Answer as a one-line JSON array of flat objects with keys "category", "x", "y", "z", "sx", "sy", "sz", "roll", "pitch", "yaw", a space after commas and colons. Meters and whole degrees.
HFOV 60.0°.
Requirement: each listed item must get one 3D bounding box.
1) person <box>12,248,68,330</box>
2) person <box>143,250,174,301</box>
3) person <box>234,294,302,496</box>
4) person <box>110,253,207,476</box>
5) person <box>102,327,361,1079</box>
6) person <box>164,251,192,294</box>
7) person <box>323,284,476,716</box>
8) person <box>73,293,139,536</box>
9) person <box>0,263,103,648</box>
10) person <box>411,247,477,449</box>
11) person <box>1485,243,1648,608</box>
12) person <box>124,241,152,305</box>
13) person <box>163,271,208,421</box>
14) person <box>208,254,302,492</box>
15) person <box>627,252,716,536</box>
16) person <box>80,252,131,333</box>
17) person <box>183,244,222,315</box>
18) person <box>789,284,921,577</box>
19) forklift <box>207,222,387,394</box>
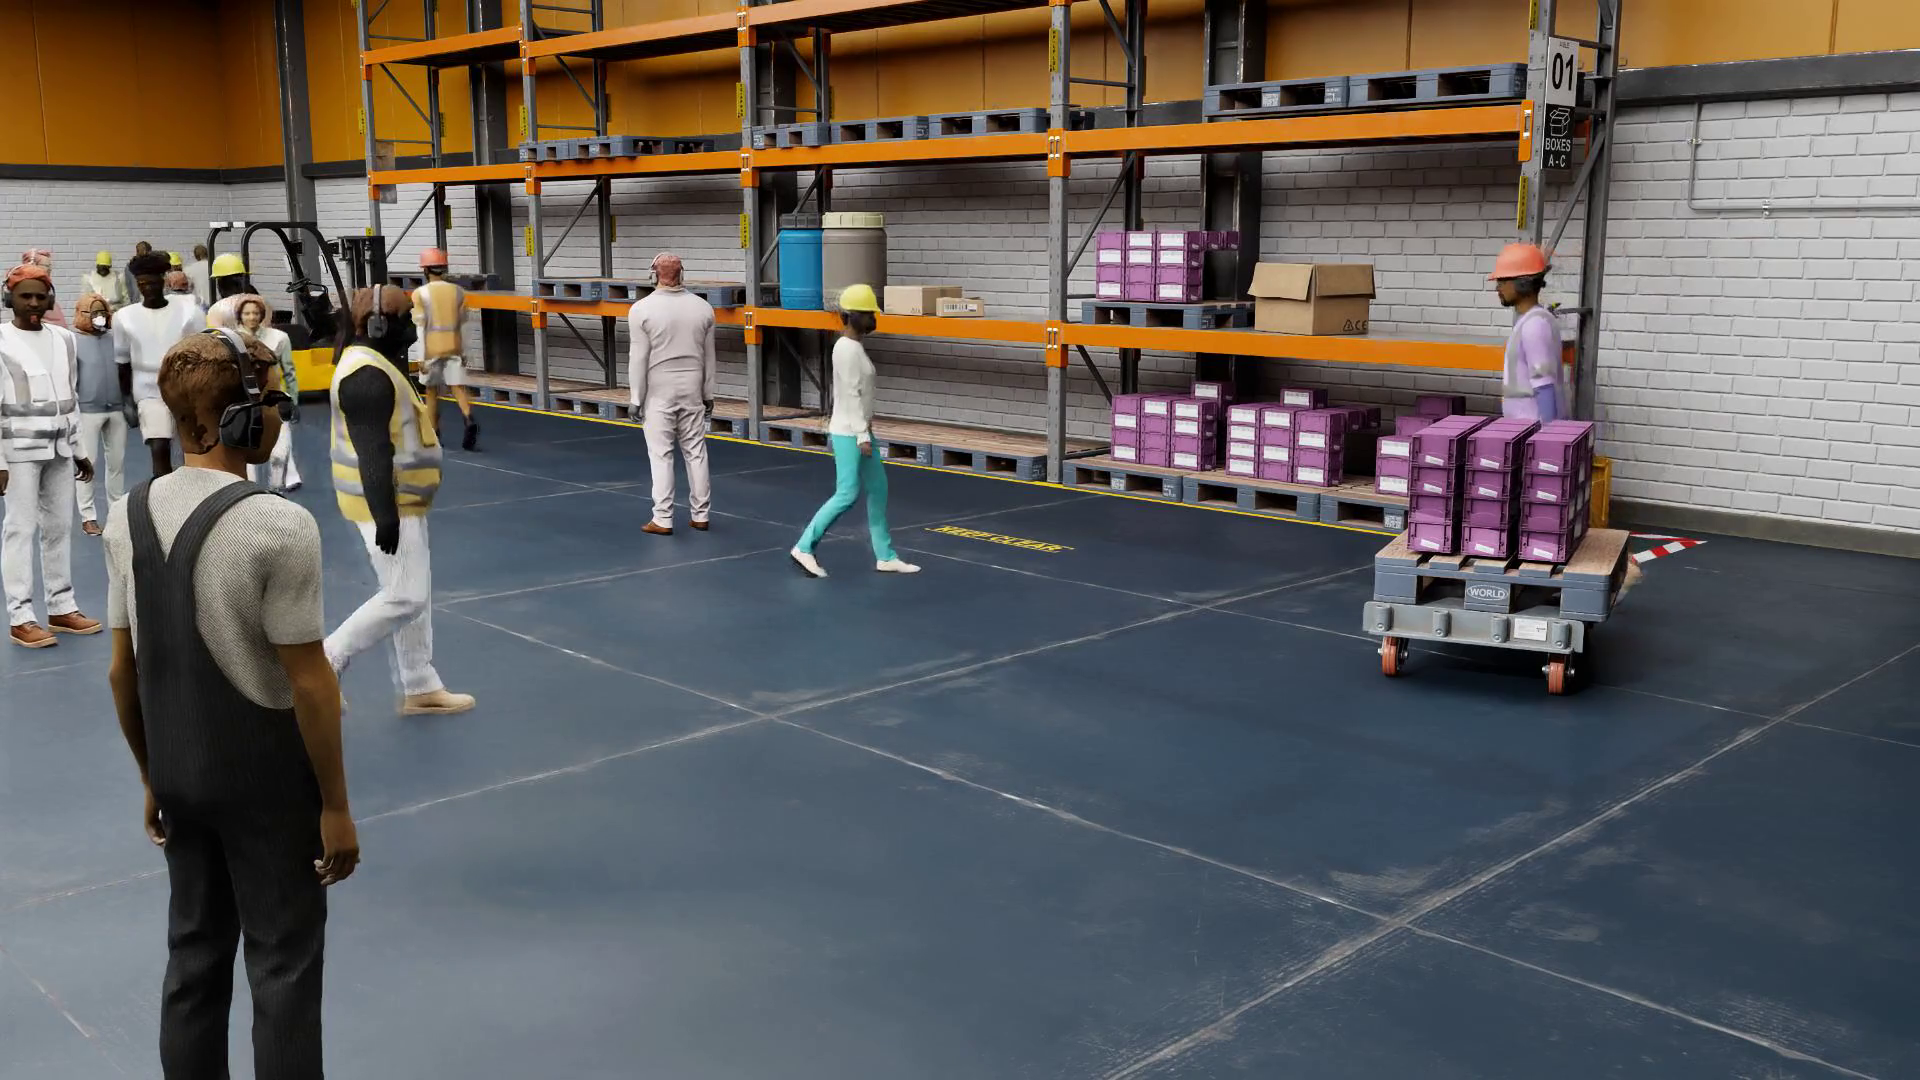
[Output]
[{"category": "person", "x": -8.168, "y": -1.638, "z": 14.848, "sx": 0.409, "sy": 1.907, "sz": 0.643, "roll": -3, "pitch": 11, "yaw": -18}, {"category": "person", "x": -10.504, "y": -2.925, "z": 22.135, "sx": 0.659, "sy": 1.820, "sz": 0.660, "roll": -3, "pitch": 11, "yaw": -17}, {"category": "person", "x": -4.906, "y": -0.910, "z": 11.646, "sx": 0.575, "sy": 1.616, "sz": 0.388, "roll": -7, "pitch": 12, "yaw": -32}, {"category": "person", "x": -5.470, "y": -1.020, "z": 11.501, "sx": 0.653, "sy": 1.911, "sz": 0.999, "roll": -5, "pitch": 11, "yaw": -25}, {"category": "person", "x": -1.440, "y": 0.503, "z": 3.336, "sx": 0.516, "sy": 1.843, "sz": 0.327, "roll": 4, "pitch": 11, "yaw": 20}, {"category": "person", "x": -10.799, "y": -3.065, "z": 22.878, "sx": 0.644, "sy": 1.807, "sz": 0.616, "roll": 2, "pitch": 11, "yaw": 10}, {"category": "person", "x": -2.398, "y": -0.137, "z": 6.867, "sx": 0.609, "sy": 1.830, "sz": 0.640, "roll": -2, "pitch": 11, "yaw": -12}, {"category": "person", "x": -5.850, "y": -0.858, "z": 11.330, "sx": 0.265, "sy": 1.632, "sz": 0.508, "roll": 6, "pitch": 12, "yaw": 29}, {"category": "person", "x": -4.581, "y": -0.422, "z": 8.272, "sx": 0.352, "sy": 1.883, "sz": 0.576, "roll": 4, "pitch": 11, "yaw": 19}, {"category": "person", "x": -4.871, "y": -1.796, "z": 15.690, "sx": 0.555, "sy": 1.915, "sz": 0.844, "roll": -8, "pitch": 13, "yaw": -38}, {"category": "person", "x": 3.184, "y": -0.587, "z": 8.914, "sx": 1.019, "sy": 1.999, "sz": 0.631, "roll": 4, "pitch": 11, "yaw": 20}, {"category": "person", "x": -12.235, "y": -3.518, "z": 25.025, "sx": 0.627, "sy": 1.934, "sz": 0.372, "roll": 4, "pitch": 11, "yaw": 22}, {"category": "person", "x": -8.442, "y": -2.101, "z": 18.101, "sx": 0.523, "sy": 1.636, "sz": 0.310, "roll": -8, "pitch": 13, "yaw": -38}, {"category": "person", "x": -5.617, "y": -1.296, "z": 13.051, "sx": 0.948, "sy": 1.886, "sz": 0.596, "roll": 6, "pitch": 12, "yaw": 31}, {"category": "person", "x": -1.968, "y": -0.988, "z": 11.300, "sx": 0.652, "sy": 1.906, "sz": 0.402, "roll": -8, "pitch": 13, "yaw": -37}, {"category": "person", "x": -12.360, "y": -3.267, "z": 24.069, "sx": 0.698, "sy": 1.770, "sz": 0.858, "roll": -6, "pitch": 12, "yaw": -29}, {"category": "person", "x": -11.696, "y": -3.640, "z": 25.828, "sx": 0.635, "sy": 1.901, "sz": 0.927, "roll": -4, "pitch": 11, "yaw": -21}, {"category": "person", "x": -0.638, "y": -0.637, "z": 9.833, "sx": 0.738, "sy": 1.741, "sz": 0.531, "roll": 1, "pitch": 10, "yaw": 7}, {"category": "forklift", "x": -8.169, "y": -2.758, "z": 20.163, "sx": 2.313, "sy": 2.155, "sz": 1.214, "roll": -10, "pitch": 14, "yaw": -44}]
